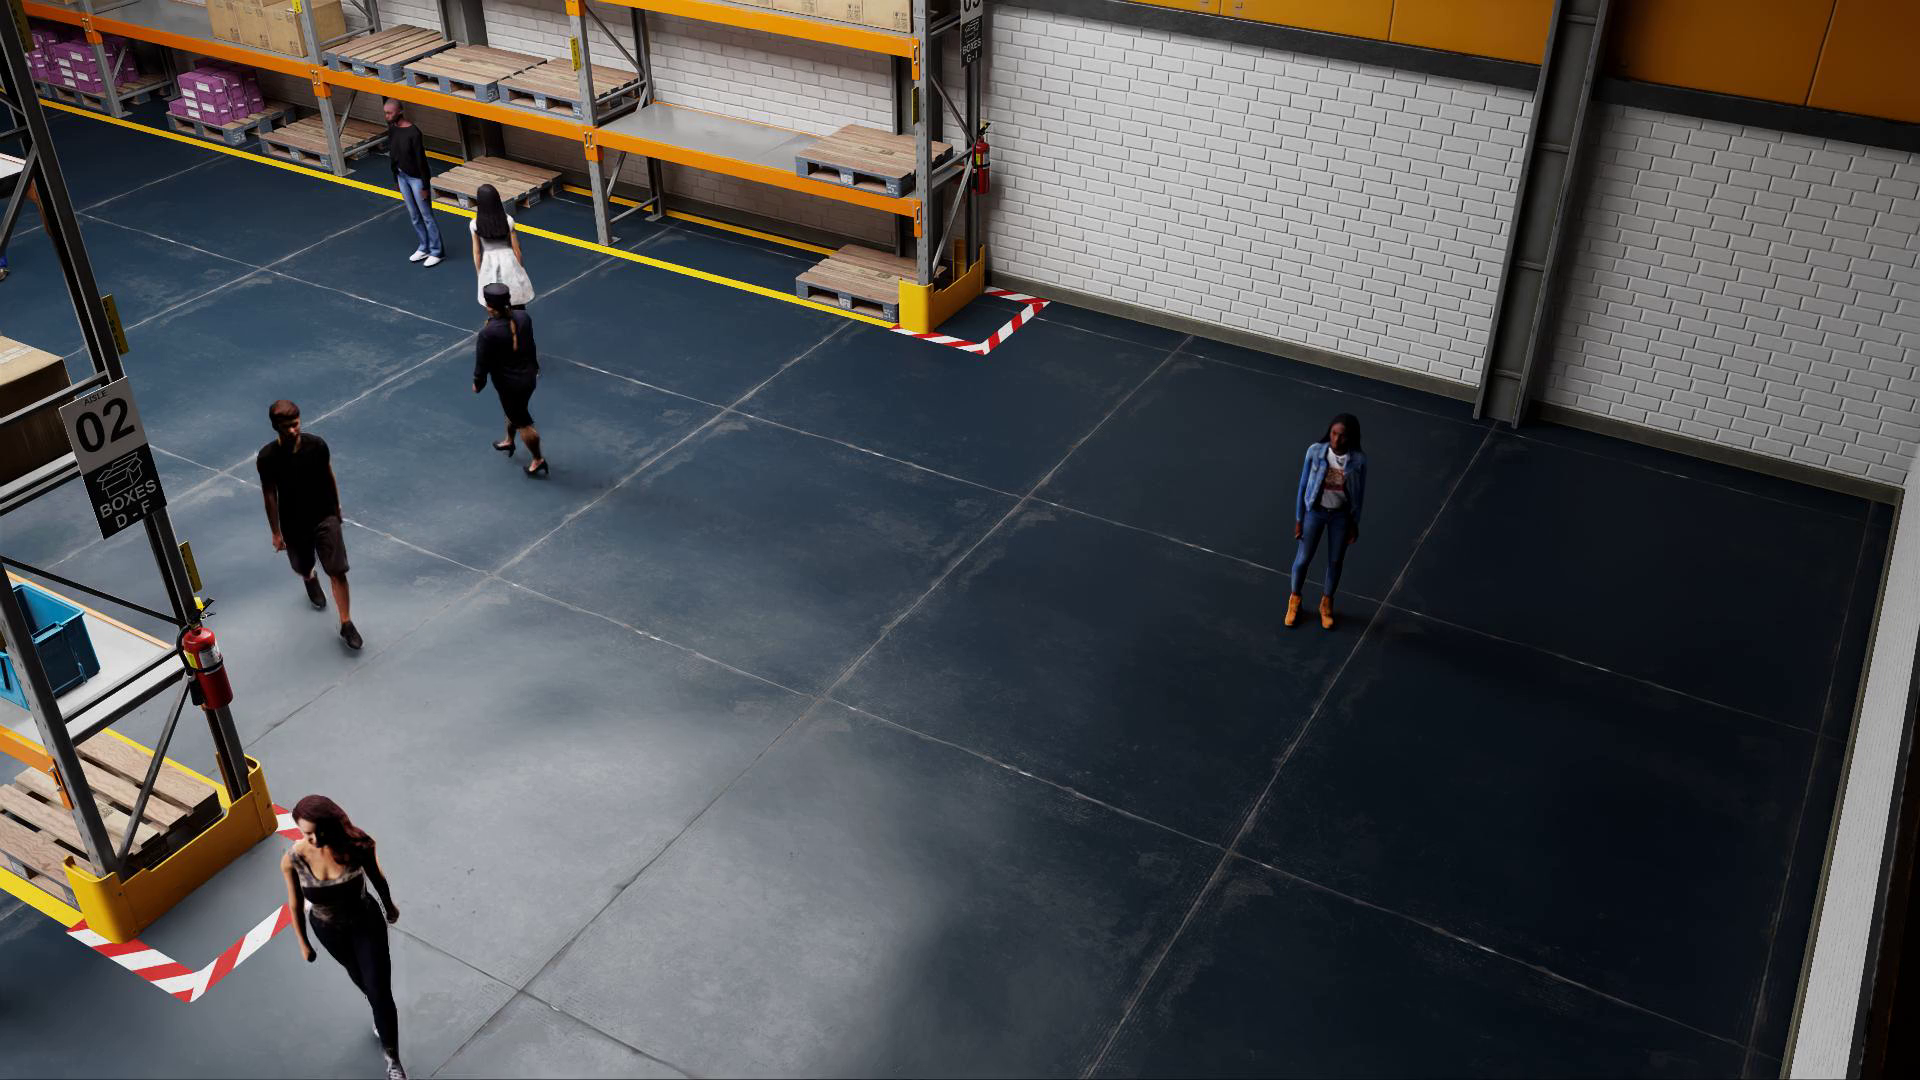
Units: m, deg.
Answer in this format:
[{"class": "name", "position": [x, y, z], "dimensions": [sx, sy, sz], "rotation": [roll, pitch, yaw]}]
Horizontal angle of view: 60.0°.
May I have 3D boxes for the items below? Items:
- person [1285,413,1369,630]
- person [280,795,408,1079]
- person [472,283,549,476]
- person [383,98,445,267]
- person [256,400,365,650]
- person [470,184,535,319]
[{"class": "person", "position": [2.593, -0.152, 11.738], "dimensions": [0.570, 1.712, 0.725], "rotation": [6, 34, 9]}, {"class": "person", "position": [-3.151, 1.932, 8.576], "dimensions": [0.988, 1.742, 1.054], "rotation": [-9, 35, -13]}, {"class": "person", "position": [-3.558, -1.251, 13.446], "dimensions": [0.894, 1.652, 0.729], "rotation": [14, 36, 21]}, {"class": "person", "position": [-5.588, -3.687, 17.028], "dimensions": [0.495, 1.744, 0.663], "rotation": [15, 37, 22]}, {"class": "person", "position": [-4.599, -0.173, 11.661], "dimensions": [1.054, 1.833, 1.297], "rotation": [-19, 38, -26]}, {"class": "person", "position": [-4.126, -2.355, 15.001], "dimensions": [0.778, 1.770, 0.842], "rotation": [-7, 34, -11]}]
